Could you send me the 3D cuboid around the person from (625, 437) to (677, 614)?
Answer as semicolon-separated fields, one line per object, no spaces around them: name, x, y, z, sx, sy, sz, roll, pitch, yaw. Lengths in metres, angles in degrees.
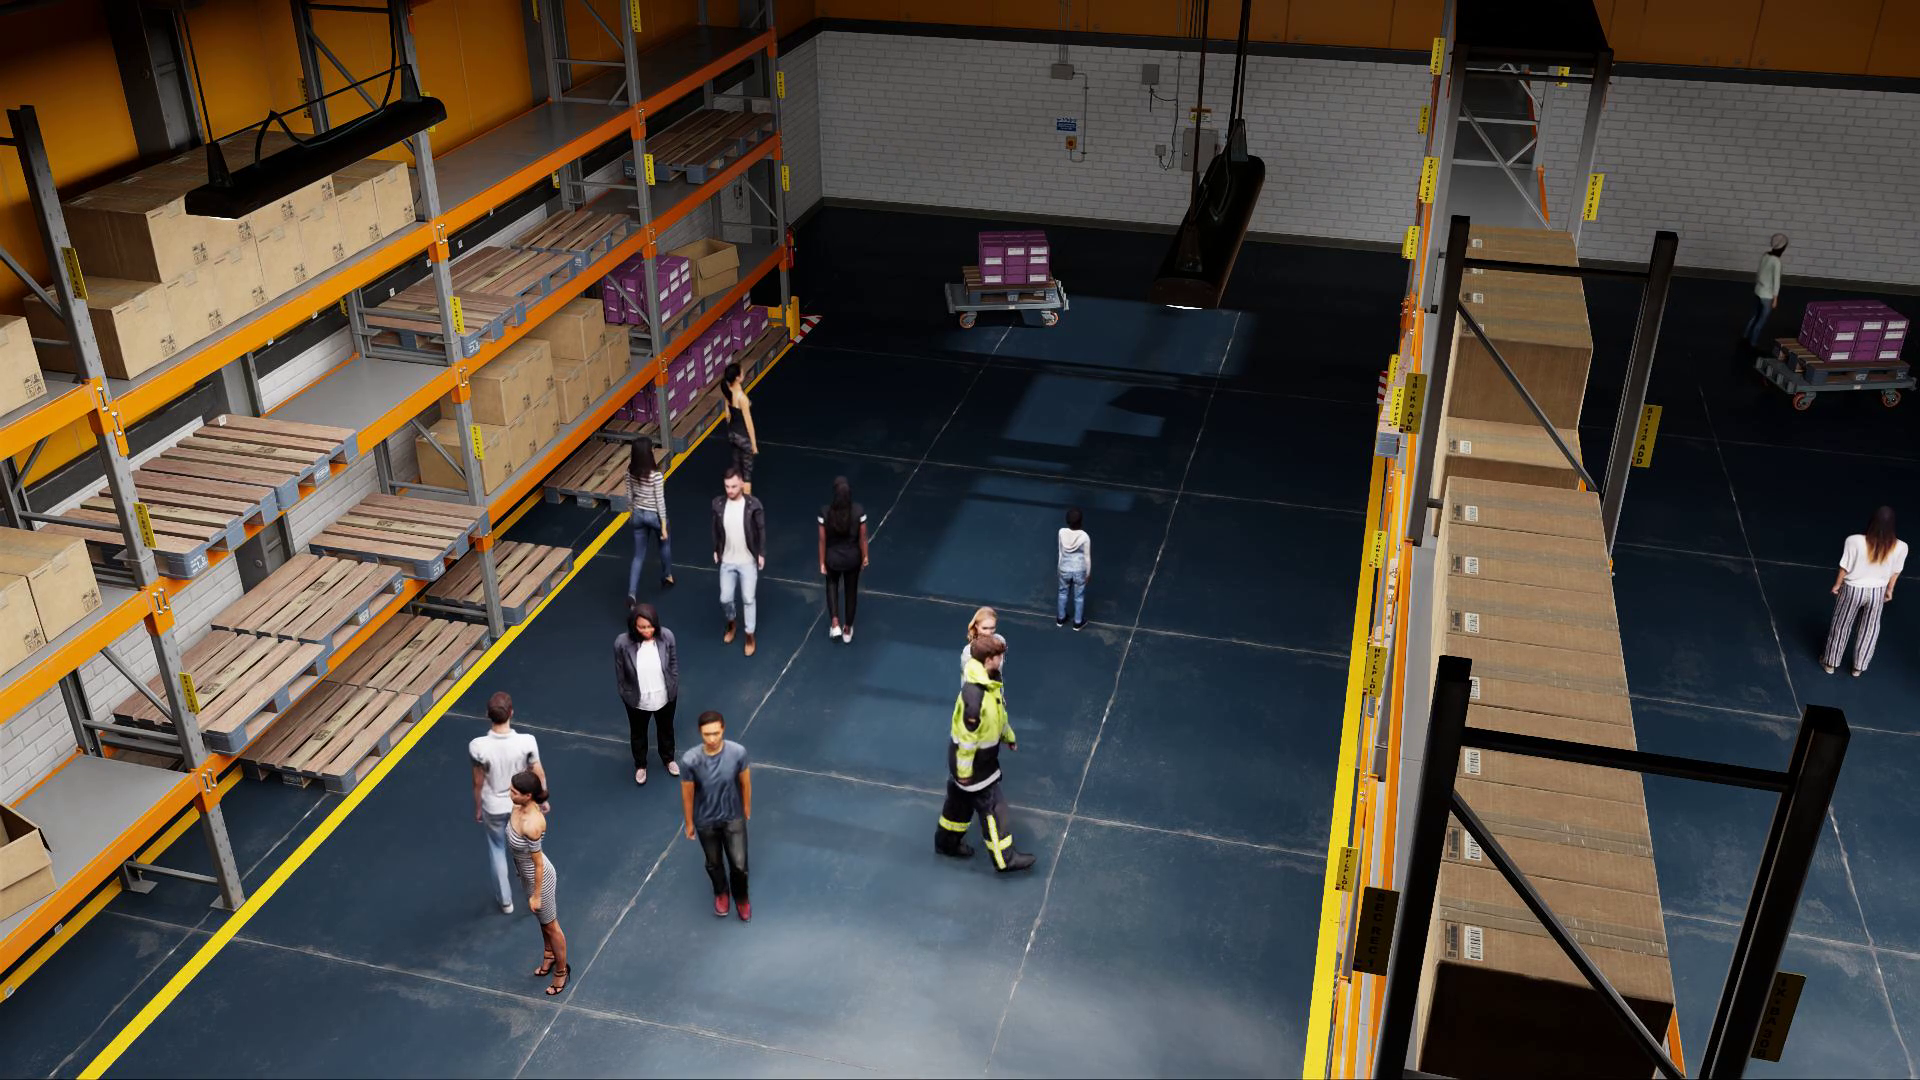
person;-3.038;-0.111;15.943;0.665;1.752;1.126;10;30;17

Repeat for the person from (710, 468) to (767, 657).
person;-2.030;0.143;15.395;0.742;1.831;0.743;1;29;2

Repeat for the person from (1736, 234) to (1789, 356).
person;10.518;-3.235;21.784;0.737;1.643;0.604;-2;29;-4

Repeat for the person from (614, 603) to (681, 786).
person;-2.541;1.239;13.622;0.801;1.604;0.845;-11;30;-19

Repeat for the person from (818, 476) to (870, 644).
person;-1.069;0.222;15.367;0.707;1.720;0.757;-2;29;-3

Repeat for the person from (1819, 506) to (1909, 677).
person;8.139;0.455;14.986;0.674;1.676;0.607;9;30;15

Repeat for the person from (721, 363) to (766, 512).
person;-2.348;-1.073;17.731;0.694;1.729;0.664;-25;37;-37

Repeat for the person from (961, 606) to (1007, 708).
person;0.164;1.309;13.297;0.623;1.794;0.724;-22;36;-35

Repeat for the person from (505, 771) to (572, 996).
person;-2.889;2.330;11.395;0.732;1.822;0.673;-15;32;-26

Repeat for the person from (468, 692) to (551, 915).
person;-3.282;1.937;12.082;0.771;1.855;0.769;-8;30;-14

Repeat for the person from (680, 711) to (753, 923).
person;-1.768;1.947;12.123;0.766;1.798;0.794;-4;29;-8

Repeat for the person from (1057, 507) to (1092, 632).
person;1.065;0.265;15.770;0.490;1.258;0.513;11;31;20

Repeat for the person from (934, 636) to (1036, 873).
person;0.027;1.607;12.607;0.916;1.931;1.023;5;29;10
